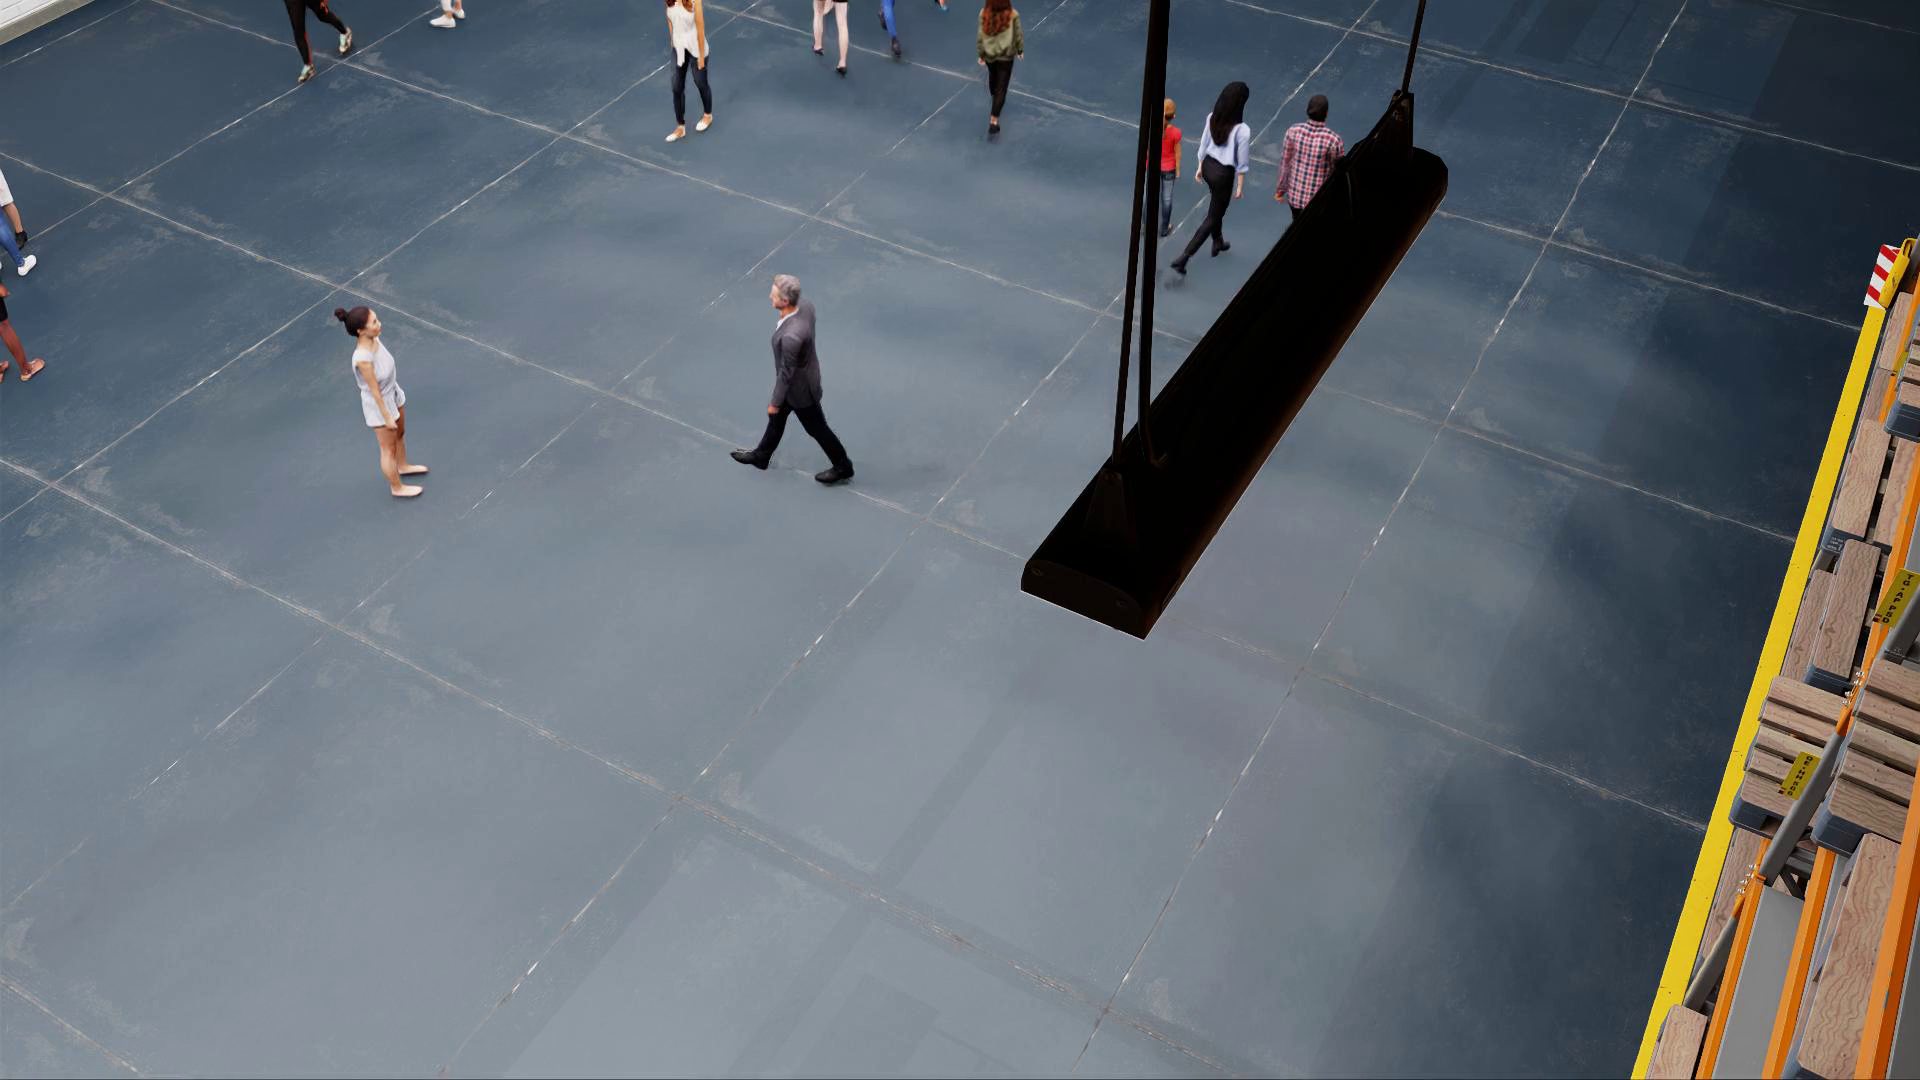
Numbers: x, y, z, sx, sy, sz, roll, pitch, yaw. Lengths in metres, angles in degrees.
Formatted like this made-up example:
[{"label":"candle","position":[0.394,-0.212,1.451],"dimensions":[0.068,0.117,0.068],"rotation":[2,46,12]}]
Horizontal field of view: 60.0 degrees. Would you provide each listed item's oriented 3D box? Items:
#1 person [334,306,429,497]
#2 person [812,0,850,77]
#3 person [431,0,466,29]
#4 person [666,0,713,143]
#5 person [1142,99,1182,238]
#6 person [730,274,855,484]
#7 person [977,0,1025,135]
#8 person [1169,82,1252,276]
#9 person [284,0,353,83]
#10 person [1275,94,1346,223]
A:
[{"label":"person","position":[-4.220,-1.025,12.130],"dimensions":[0.703,1.613,0.612],"rotation":[-3,44,-3]},{"label":"person","position":[-1.261,-5.542,16.734],"dimensions":[0.952,1.803,0.983],"rotation":[-12,45,-13]},{"label":"person","position":[-5.547,-6.281,17.583],"dimensions":[0.714,1.703,0.527],"rotation":[13,45,13]},{"label":"person","position":[-2.534,-4.732,15.913],"dimensions":[0.659,1.764,0.869],"rotation":[19,47,19]},{"label":"person","position":[1.777,-3.295,14.734],"dimensions":[0.542,1.309,0.549],"rotation":[9,44,10]},{"label":"person","position":[-1.095,-1.121,12.102],"dimensions":[1.191,1.792,1.252],"rotation":[-1,44,-1]},{"label":"person","position":[0.368,-4.626,16.031],"dimensions":[0.701,1.447,1.029],"rotation":[13,45,13]},{"label":"person","position":[2.135,-3.033,14.170],"dimensions":[1.166,1.709,0.919],"rotation":[-29,51,-27]},{"label":"person","position":[-6.599,-5.638,16.861],"dimensions":[0.899,1.767,1.265],"rotation":[8,44,8]},{"label":"person","position":[2.902,-2.874,13.991],"dimensions":[0.806,1.724,1.193],"rotation":[28,50,26]}]
